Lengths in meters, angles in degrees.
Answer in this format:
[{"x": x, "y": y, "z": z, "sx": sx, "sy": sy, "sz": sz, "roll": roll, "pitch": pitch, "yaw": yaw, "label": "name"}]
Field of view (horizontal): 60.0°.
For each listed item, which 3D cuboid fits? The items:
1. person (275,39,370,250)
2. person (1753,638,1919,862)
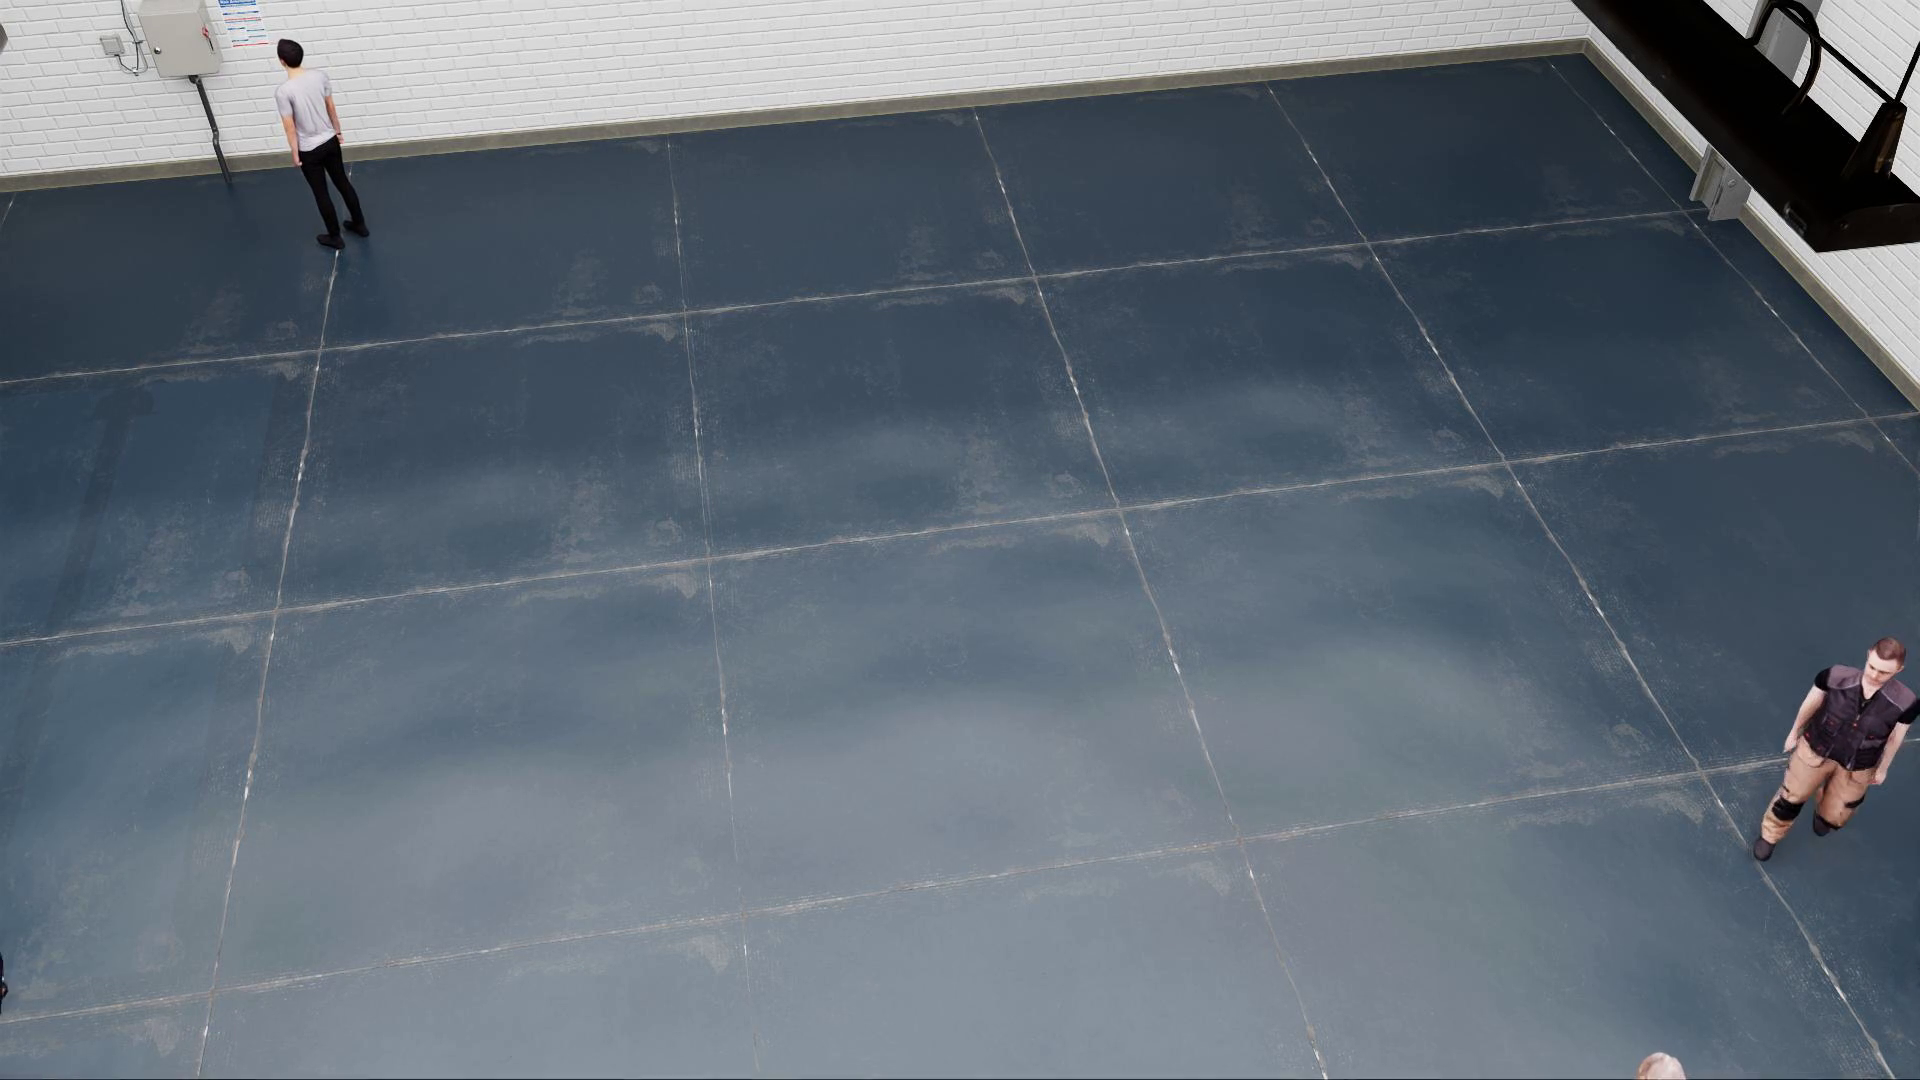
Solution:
[{"x": -5.442, "y": -3.349, "z": 14.101, "sx": 0.779, "sy": 1.862, "sz": 0.724, "roll": 27, "pitch": 50, "yaw": 25, "label": "person"}, {"x": 4.993, "y": 1.141, "z": 9.414, "sx": 0.915, "sy": 1.826, "sz": 0.975, "roll": 28, "pitch": 50, "yaw": 26, "label": "person"}]
